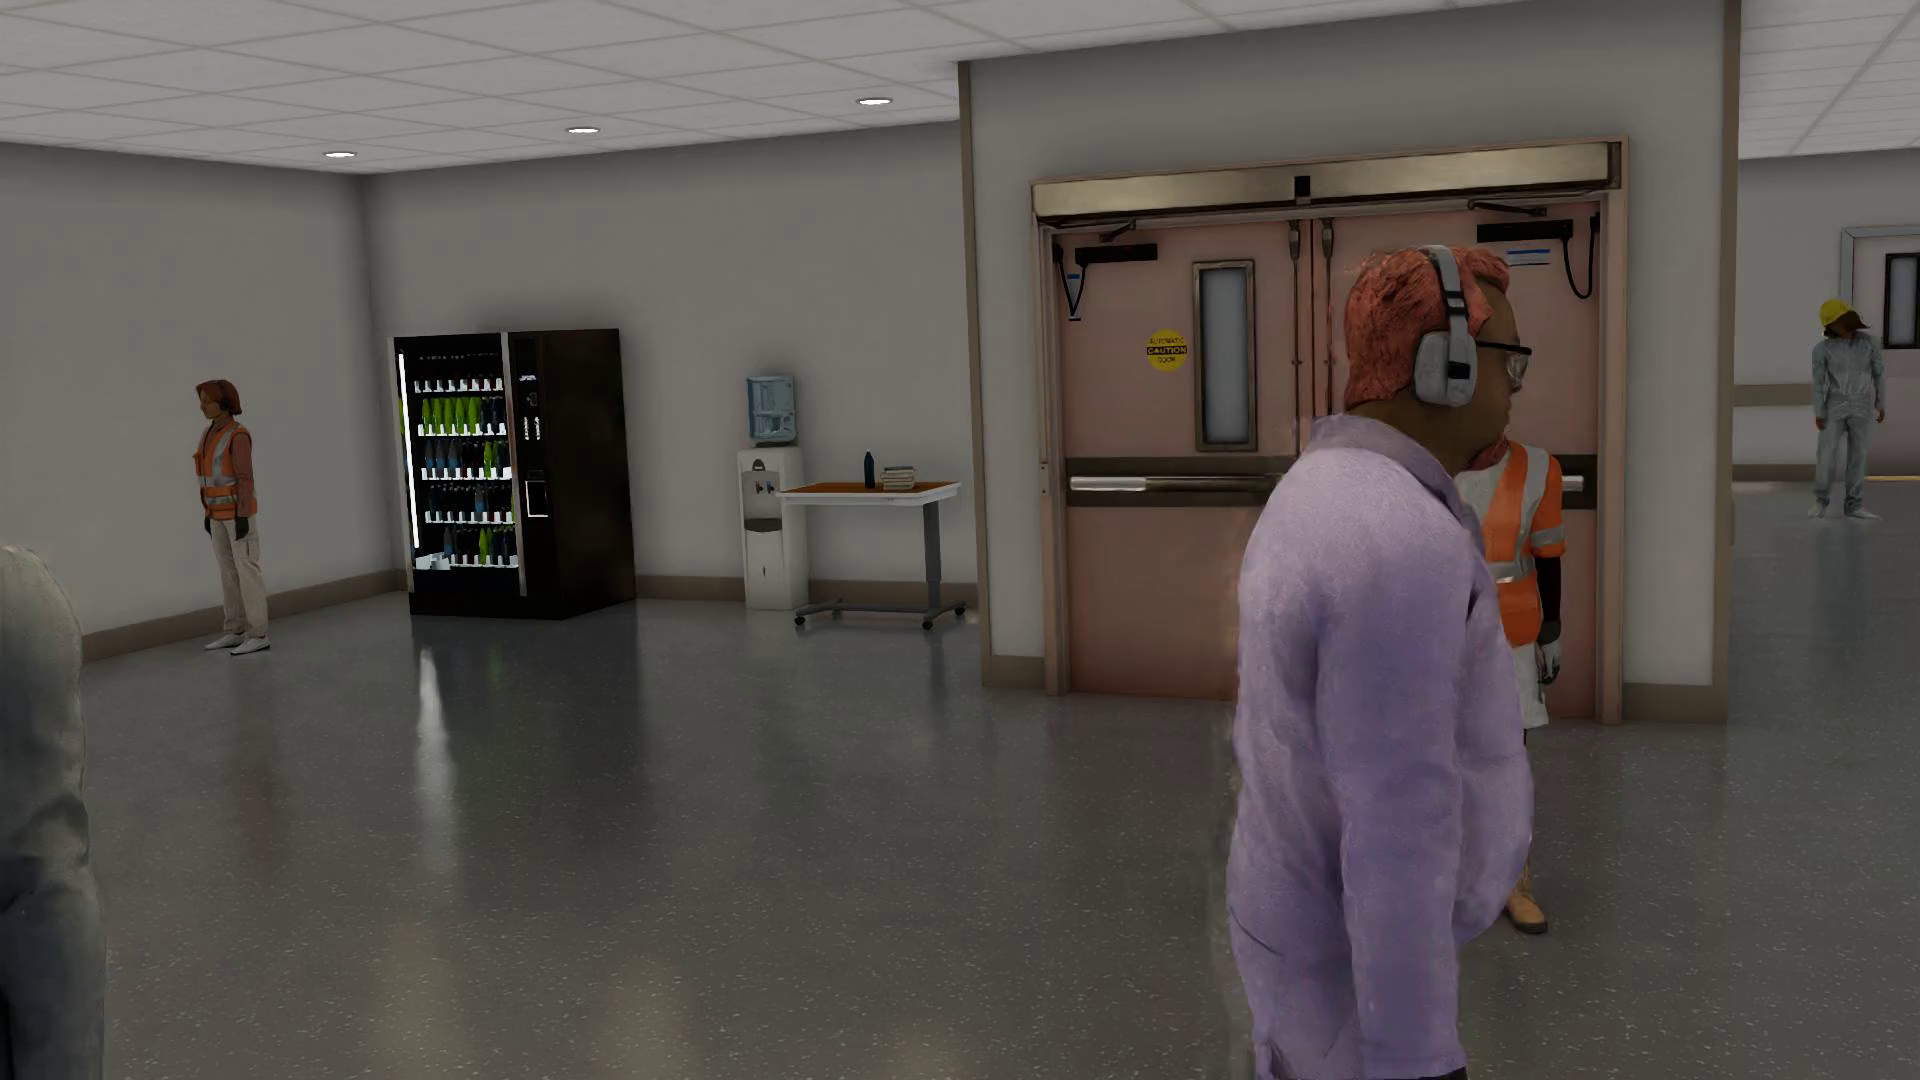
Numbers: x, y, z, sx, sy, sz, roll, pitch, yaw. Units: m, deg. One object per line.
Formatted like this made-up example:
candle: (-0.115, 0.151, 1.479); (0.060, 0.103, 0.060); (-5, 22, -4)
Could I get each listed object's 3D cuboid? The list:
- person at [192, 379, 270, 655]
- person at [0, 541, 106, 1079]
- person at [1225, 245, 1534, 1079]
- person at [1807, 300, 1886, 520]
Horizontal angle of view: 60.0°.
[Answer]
person: (-4.359, -0.138, 9.936); (0.513, 1.638, 0.307); (4, 10, 41)
person: (-1.246, 0.650, 1.816); (0.623, 1.932, 0.367); (-4, 8, -13)
person: (0.442, 0.553, 2.255); (0.666, 1.874, 0.664); (-1, 7, 8)
person: (6.842, -0.999, 12.860); (0.557, 1.704, 0.380); (-1, 7, 7)
